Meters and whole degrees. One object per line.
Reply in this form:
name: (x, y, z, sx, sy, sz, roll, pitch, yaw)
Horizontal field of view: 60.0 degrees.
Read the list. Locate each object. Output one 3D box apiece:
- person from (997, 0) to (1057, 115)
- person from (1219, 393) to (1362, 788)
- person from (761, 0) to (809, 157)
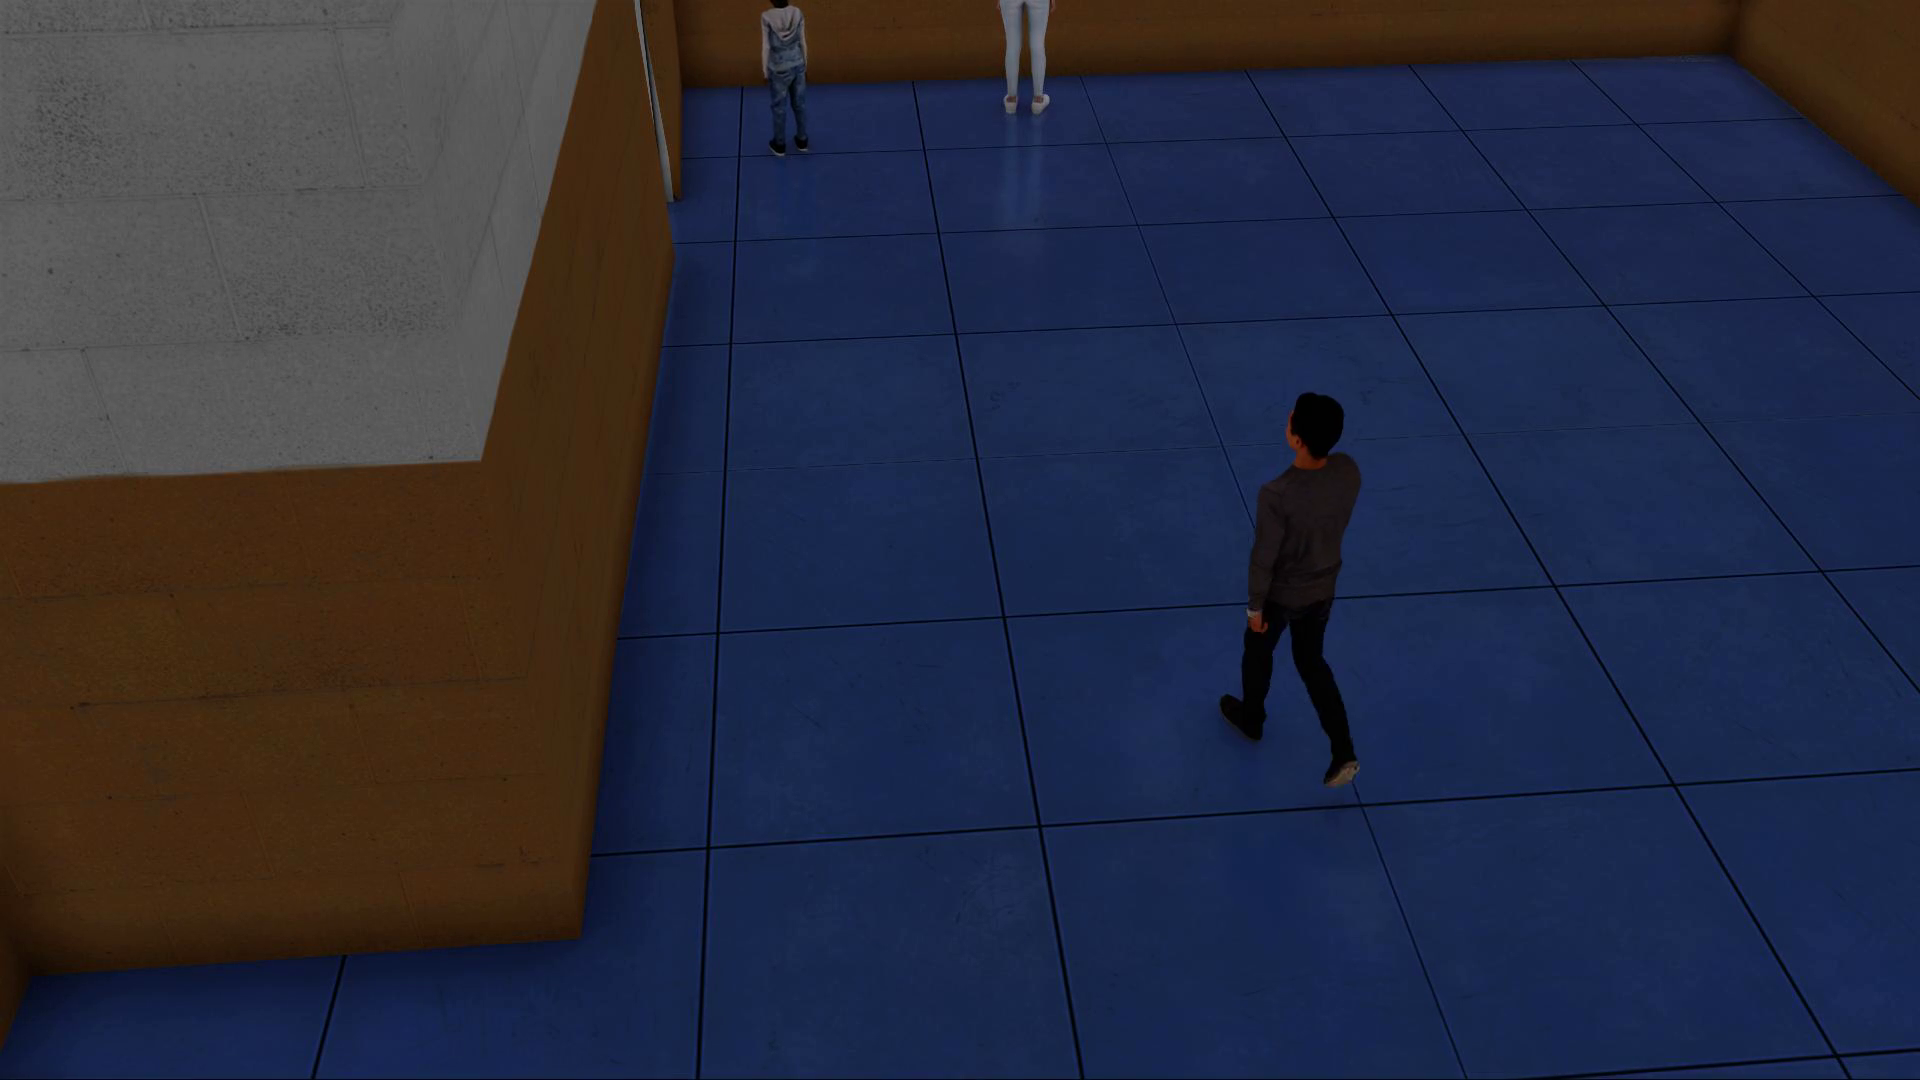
person: (0.474, -3.979, 12.121, 0.526, 1.748, 0.688, 4, 37, 5)
person: (1.368, 0.236, 6.506, 0.924, 1.748, 1.043, 28, 45, 32)
person: (-1.221, -3.327, 11.660, 0.514, 1.260, 0.594, -13, 39, -17)
